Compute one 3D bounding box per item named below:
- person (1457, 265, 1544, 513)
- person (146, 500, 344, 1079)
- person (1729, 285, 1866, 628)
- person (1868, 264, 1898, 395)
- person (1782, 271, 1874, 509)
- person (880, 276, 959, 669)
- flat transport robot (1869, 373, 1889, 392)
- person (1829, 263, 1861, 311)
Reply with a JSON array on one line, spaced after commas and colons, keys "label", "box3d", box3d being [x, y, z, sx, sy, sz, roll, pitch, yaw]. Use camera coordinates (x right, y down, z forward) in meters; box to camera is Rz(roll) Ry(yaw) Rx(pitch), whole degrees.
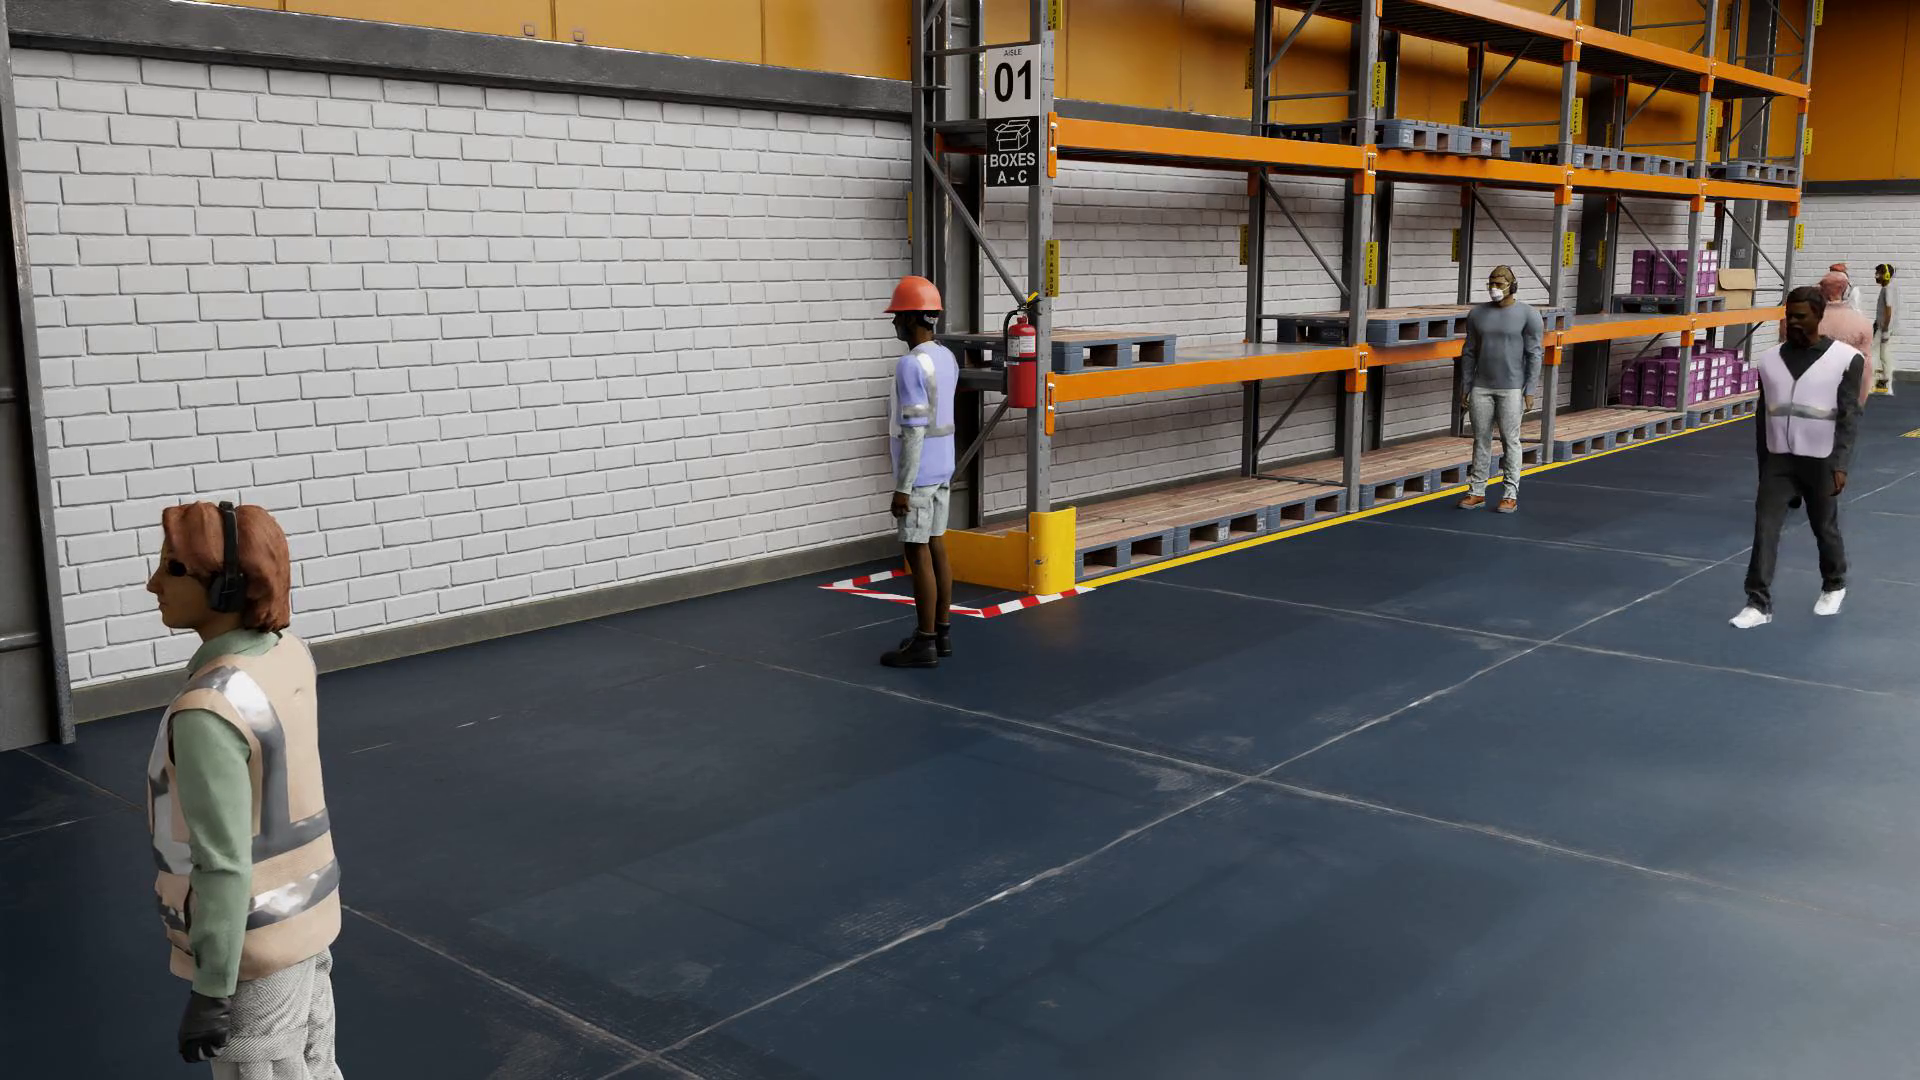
[{"label": "person", "box3d": [4.242, -1.185, 13.117, 0.635, 1.938, 0.357, 9, 13, 41]}, {"label": "person", "box3d": [-1.279, 0.736, 3.020, 0.308, 1.645, 0.515, -2, 10, -9]}, {"label": "person", "box3d": [4.695, -0.470, 9.223, 0.963, 1.880, 0.594, -8, 13, -39]}, {"label": "person", "box3d": [12.990, -2.971, 23.542, 0.573, 1.849, 0.548, 7, 12, 34]}, {"label": "person", "box3d": [6.694, -1.128, 12.909, 0.664, 1.895, 0.492, 5, 11, 28]}, {"label": "person", "box3d": [-0.213, -0.331, 8.259, 0.356, 1.937, 0.552, 3, 11, 19]}, {"label": "flat transport robot", "box3d": [13.174, -2.305, 24.238, 0.652, 0.197, 1.431, 6, 11, 29]}, {"label": "person", "box3d": [12.152, -2.906, 23.115, 0.701, 1.861, 0.609, -5, 11, -28]}]
